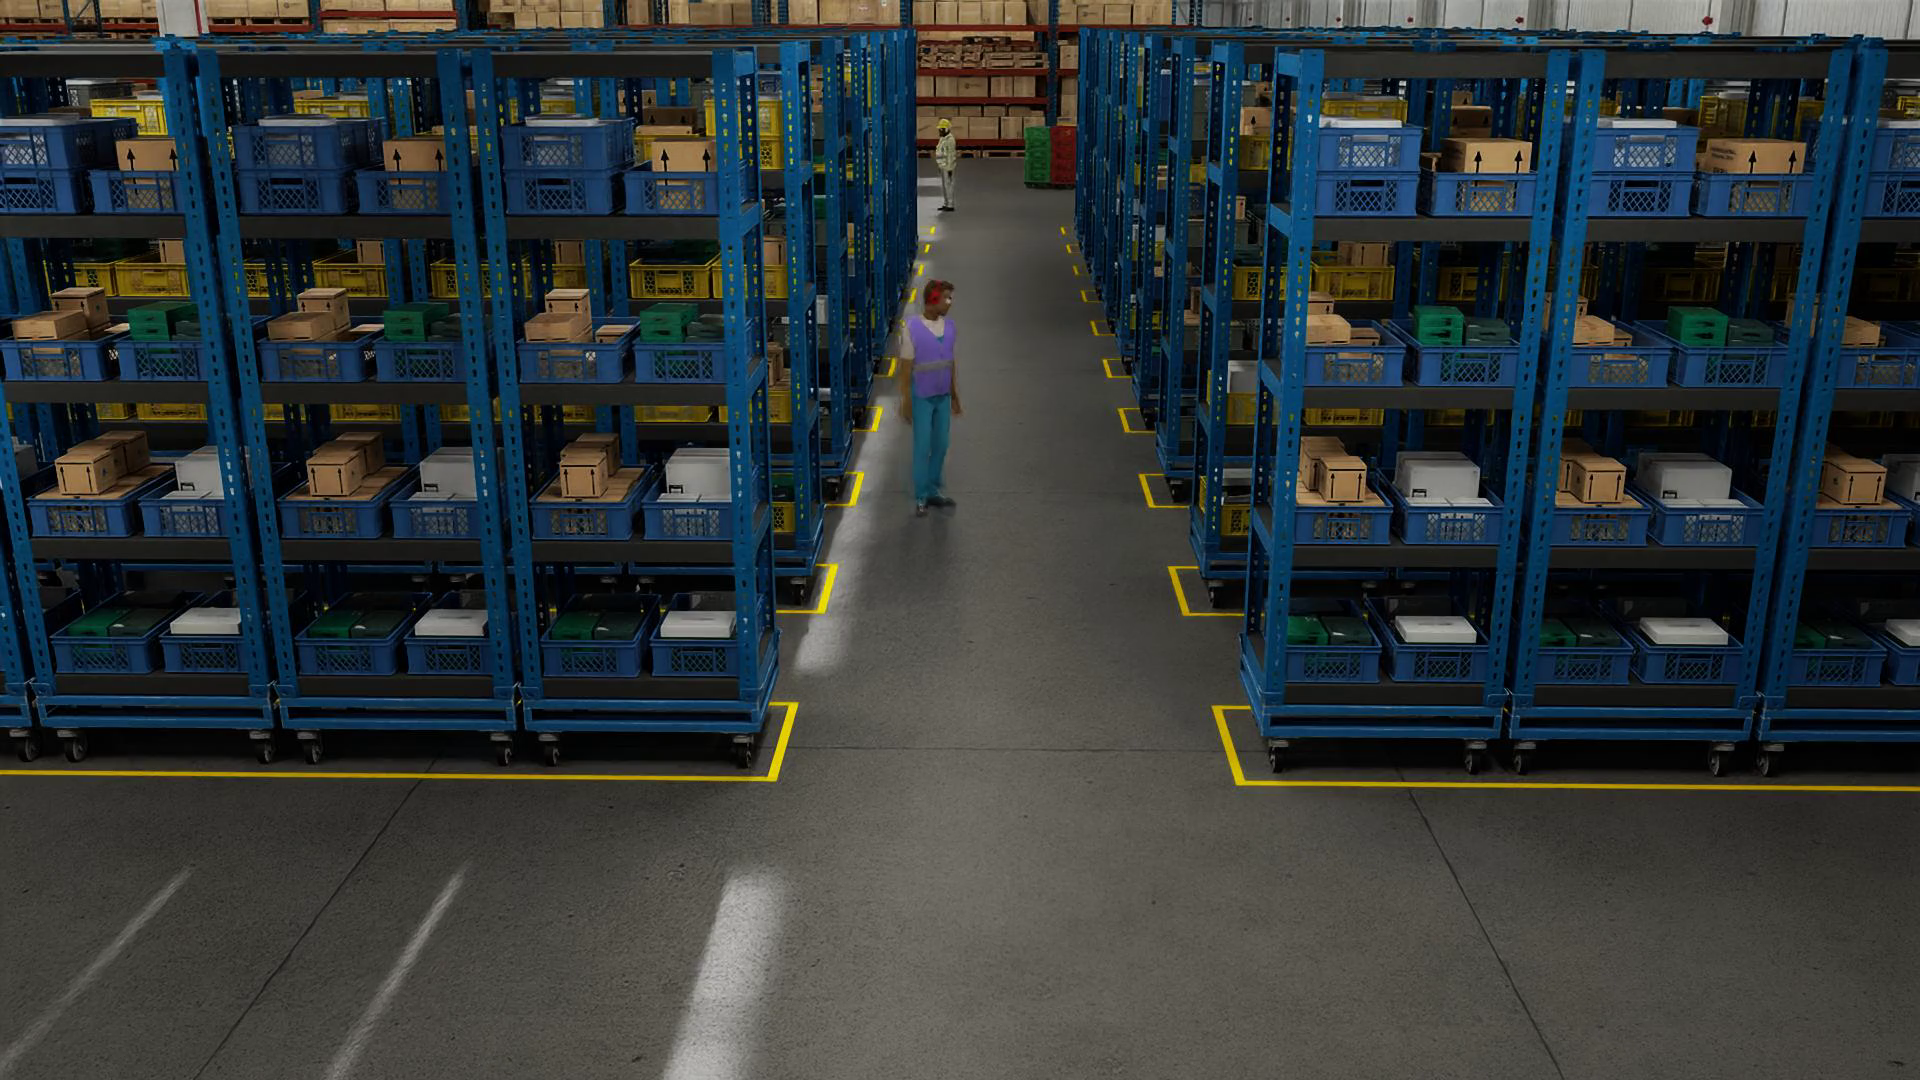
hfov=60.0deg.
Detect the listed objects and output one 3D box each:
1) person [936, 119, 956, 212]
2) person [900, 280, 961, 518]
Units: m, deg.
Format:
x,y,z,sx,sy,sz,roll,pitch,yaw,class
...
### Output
x,y,z,sx,sy,sz,roll,pitch,yaw,class
-0.284,-7.454,33.141,0.403,1.825,0.600,-5,18,-15,person
-0.260,-1.085,12.853,0.379,1.827,0.629,15,23,39,person
